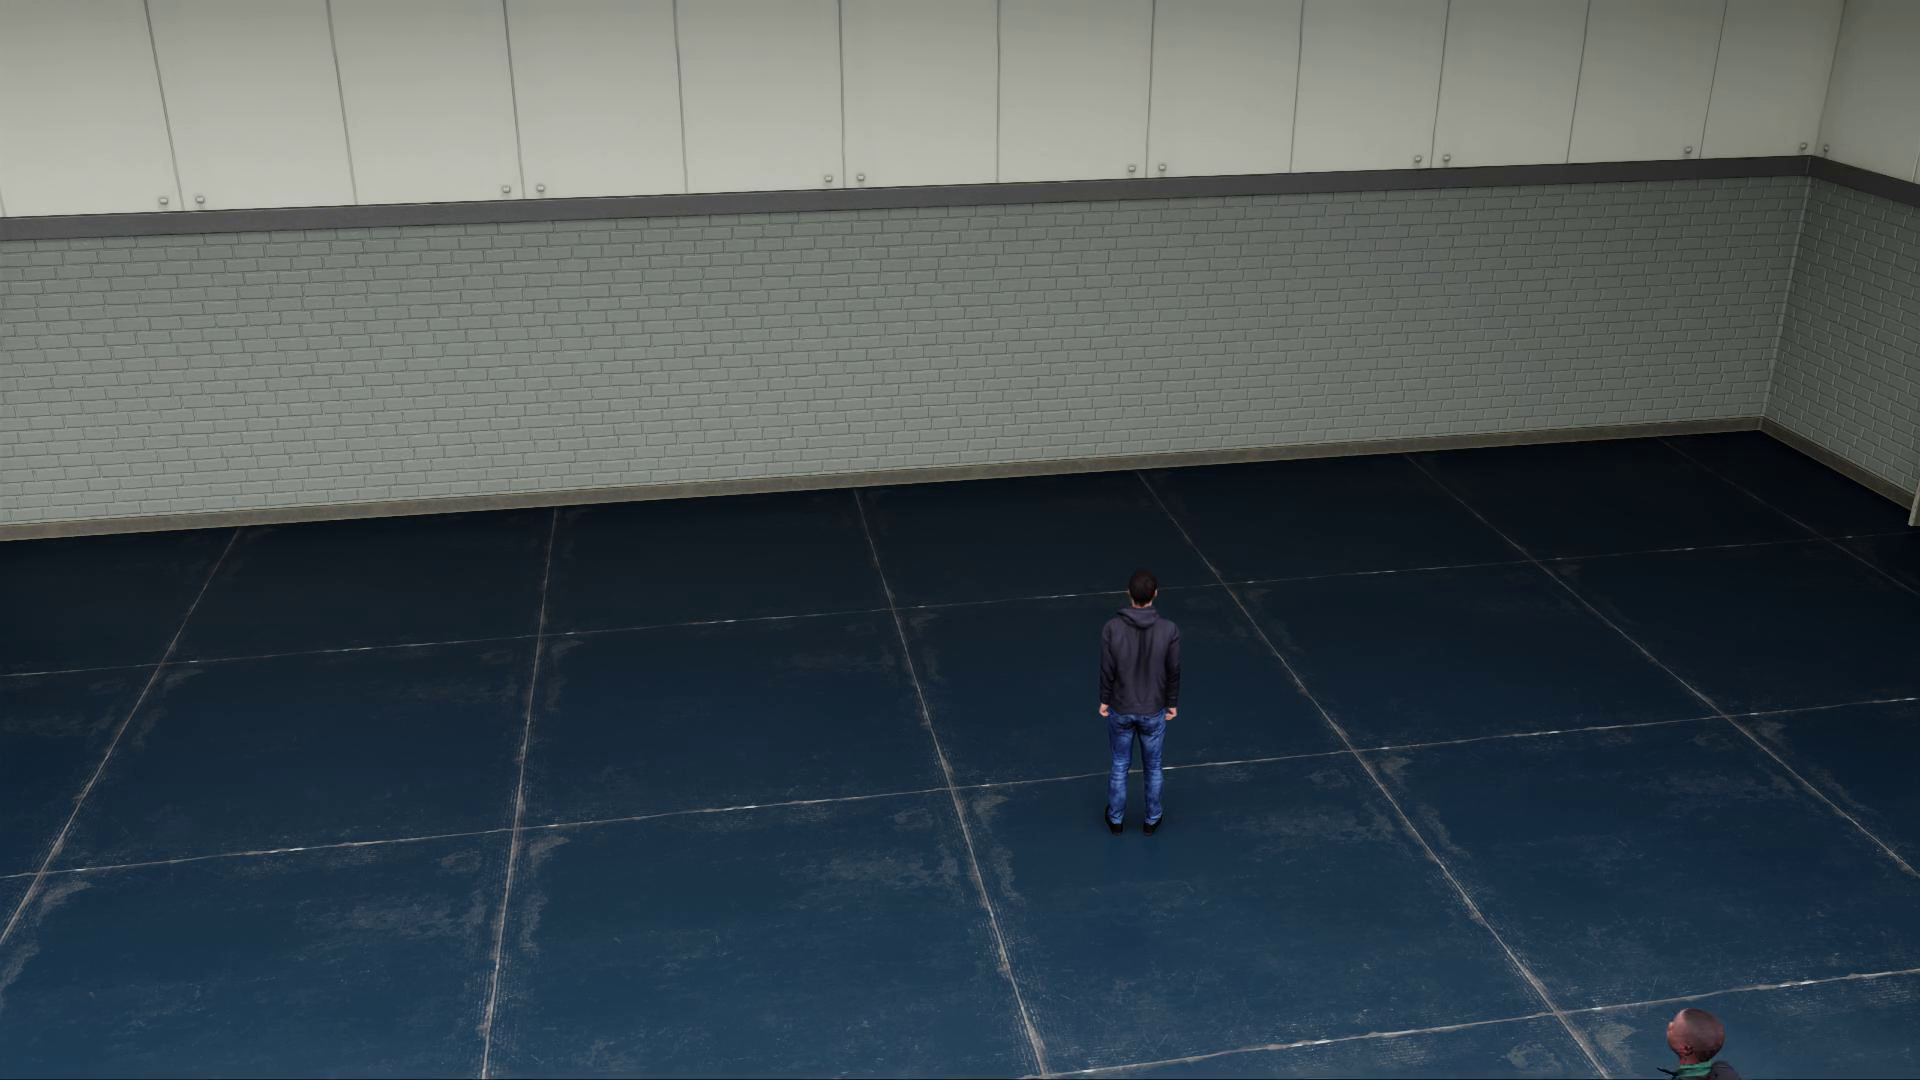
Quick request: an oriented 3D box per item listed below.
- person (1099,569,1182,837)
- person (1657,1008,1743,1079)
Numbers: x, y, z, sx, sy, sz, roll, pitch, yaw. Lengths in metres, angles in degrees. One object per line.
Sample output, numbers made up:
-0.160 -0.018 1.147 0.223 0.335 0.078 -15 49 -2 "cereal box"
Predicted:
1.164 1.079 10.907 0.727 1.894 0.647 1 23 3 "person"
3.028 2.796 6.952 0.809 1.829 0.823 -12 26 -25 "person"
